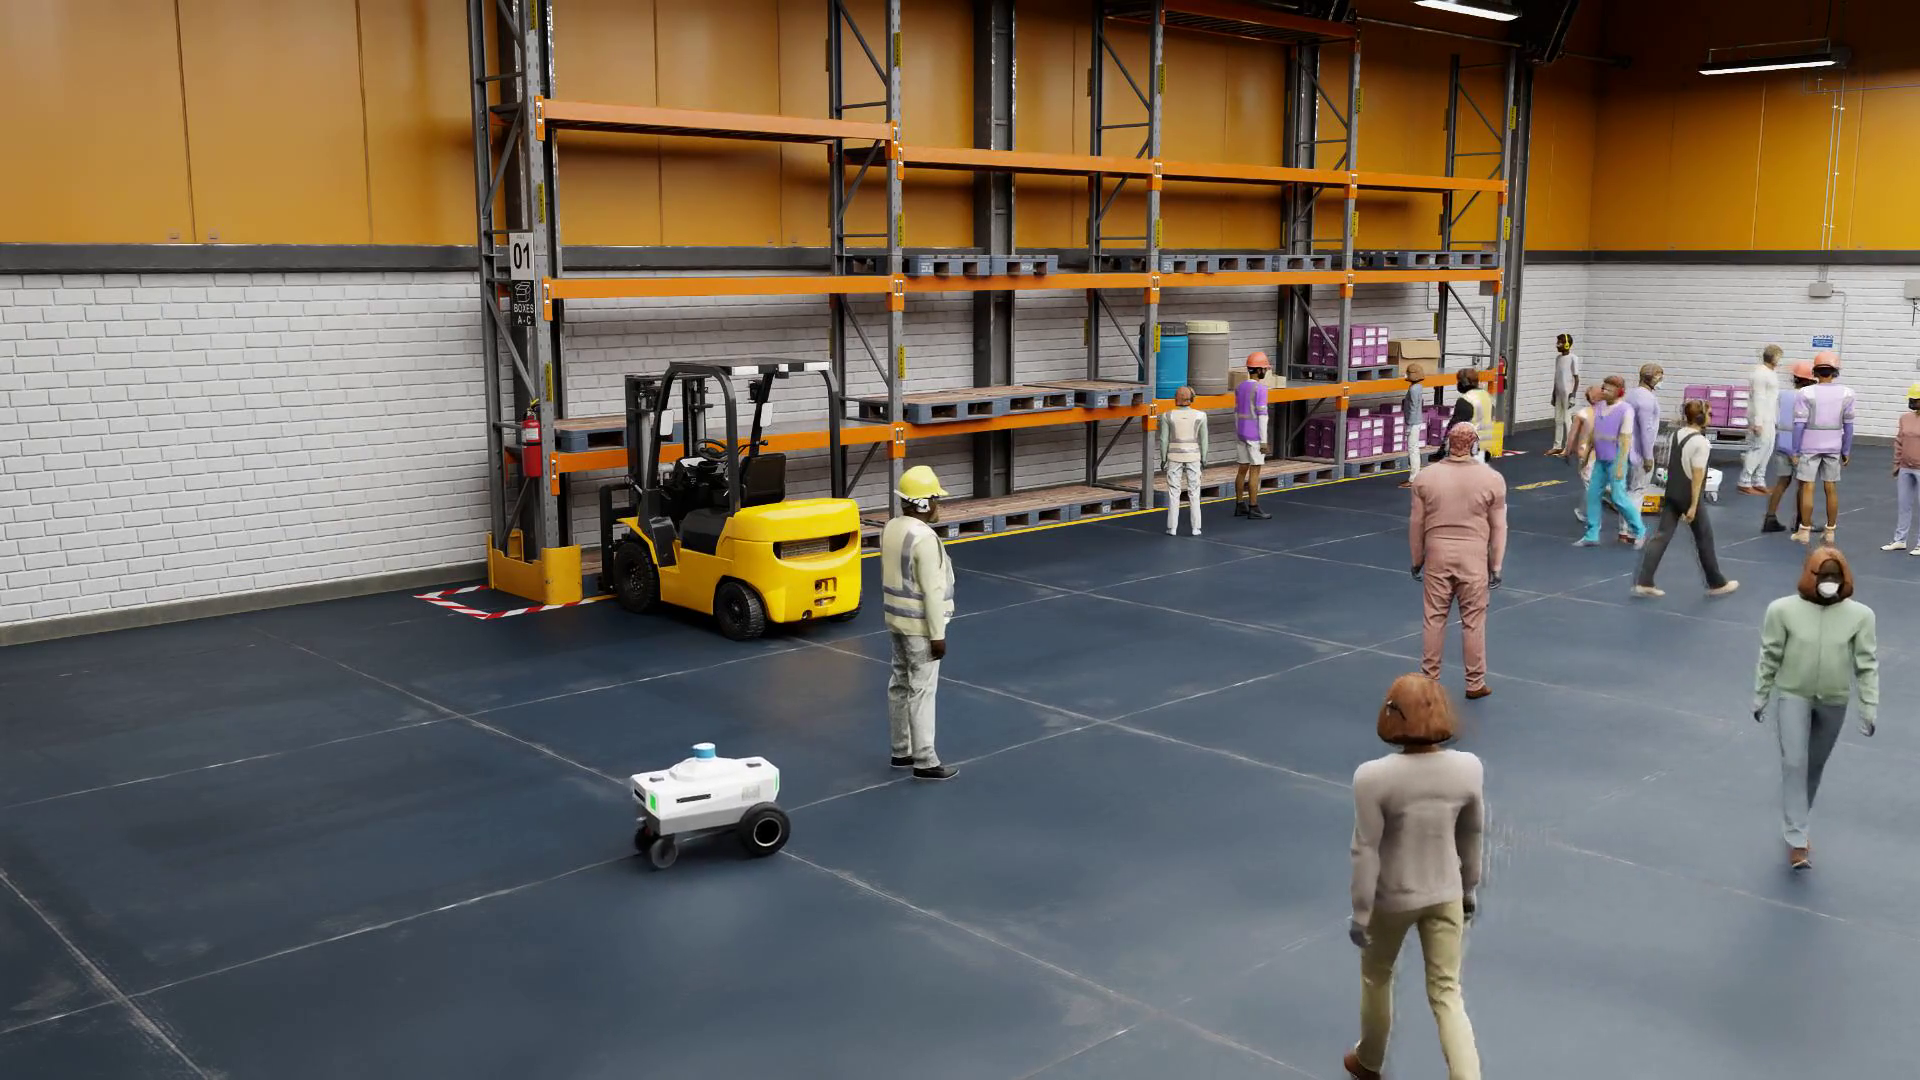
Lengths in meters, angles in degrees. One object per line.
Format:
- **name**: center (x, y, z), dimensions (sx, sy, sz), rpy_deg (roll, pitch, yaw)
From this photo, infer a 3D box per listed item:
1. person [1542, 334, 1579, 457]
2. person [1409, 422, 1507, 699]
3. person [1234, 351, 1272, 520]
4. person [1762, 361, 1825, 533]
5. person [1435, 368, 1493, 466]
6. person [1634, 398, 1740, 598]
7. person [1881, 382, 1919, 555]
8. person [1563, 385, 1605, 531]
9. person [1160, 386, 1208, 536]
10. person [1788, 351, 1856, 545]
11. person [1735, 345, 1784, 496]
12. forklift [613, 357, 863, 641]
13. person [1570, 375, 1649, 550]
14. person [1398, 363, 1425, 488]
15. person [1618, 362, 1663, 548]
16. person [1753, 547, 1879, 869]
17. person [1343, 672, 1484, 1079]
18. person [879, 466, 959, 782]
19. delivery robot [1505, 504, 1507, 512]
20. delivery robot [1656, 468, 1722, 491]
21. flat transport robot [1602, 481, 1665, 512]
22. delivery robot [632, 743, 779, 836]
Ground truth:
- **person**: center (9.136, -2.183, 25.179), dimensions (0.329, 1.865, 0.513), rpy_deg (-3, 10, -17)
- **person**: center (3.427, 0.139, 11.460), dimensions (0.643, 1.908, 0.399), rpy_deg (5, 11, 27)
- **person**: center (3.398, -1.209, 19.254), dimensions (0.377, 1.938, 0.547), rpy_deg (-4, 11, -24)
- **person**: center (9.166, -1.013, 18.234), dimensions (0.674, 1.900, 0.616), rpy_deg (-2, 10, -9)
- **person**: center (5.604, -1.013, 18.534), dimensions (0.951, 1.786, 0.652), rpy_deg (7, 12, 37)
- **person**: center (6.459, -0.360, 14.735), dimensions (0.985, 1.796, 0.515), rpy_deg (-3, 10, -16)
- **person**: center (9.734, -0.725, 16.937), dimensions (0.330, 1.765, 0.526), rpy_deg (-4, 10, -20)
- **person**: center (7.026, -0.924, 18.588), dimensions (0.520, 1.593, 0.850), rpy_deg (-2, 10, -9)
- **person**: center (2.422, -0.848, 18.027), dimensions (0.515, 1.636, 0.315), rpy_deg (1, 10, 5)
- **person**: center (9.062, -0.968, 17.543), dimensions (0.614, 2.039, 0.384), rpy_deg (1, 10, 5)
- **person**: center (10.181, -1.510, 21.137), dimensions (0.476, 1.921, 0.664), rpy_deg (7, 12, 34)
- **forklift**: center (-1.847, -0.414, 13.852), dimensions (1.214, 2.155, 2.313), rpy_deg (-9, 13, -42)
- **person**: center (6.794, -0.808, 17.297), dimensions (0.699, 1.824, 0.692), rpy_deg (-2, 10, -10)
- **person**: center (5.944, -1.506, 21.875), dimensions (0.272, 1.635, 0.507), rpy_deg (4, 10, 21)
- **person**: center (7.138, -0.895, 17.441), dimensions (0.374, 1.933, 0.627), rpy_deg (2, 10, 9)
- **person**: center (4.261, 0.838, 8.245), dimensions (0.526, 1.589, 0.818), rpy_deg (2, 10, 13)
- **person**: center (1.607, 1.263, 5.776), dimensions (0.515, 1.608, 0.795), rpy_deg (-2, 10, -10)
- **person**: center (-0.235, 0.481, 9.665), dimensions (0.404, 1.835, 0.586), rpy_deg (-5, 11, -28)
- **delivery robot**: center (5.422, -0.292, 17.661), dimensions (0.707, 0.478, 0.477), rpy_deg (-1, 10, -9)
- **delivery robot**: center (8.942, -0.759, 20.393), dimensions (0.707, 0.478, 0.477), rpy_deg (1, 10, 6)
- **flat transport robot**: center (8.176, -0.529, 20.151), dimensions (0.652, 0.197, 1.431), rpy_deg (2, 10, 9)
- **delivery robot**: center (-1.293, 1.279, 8.462), dimensions (0.707, 0.478, 0.477), rpy_deg (-5, 11, -27)
